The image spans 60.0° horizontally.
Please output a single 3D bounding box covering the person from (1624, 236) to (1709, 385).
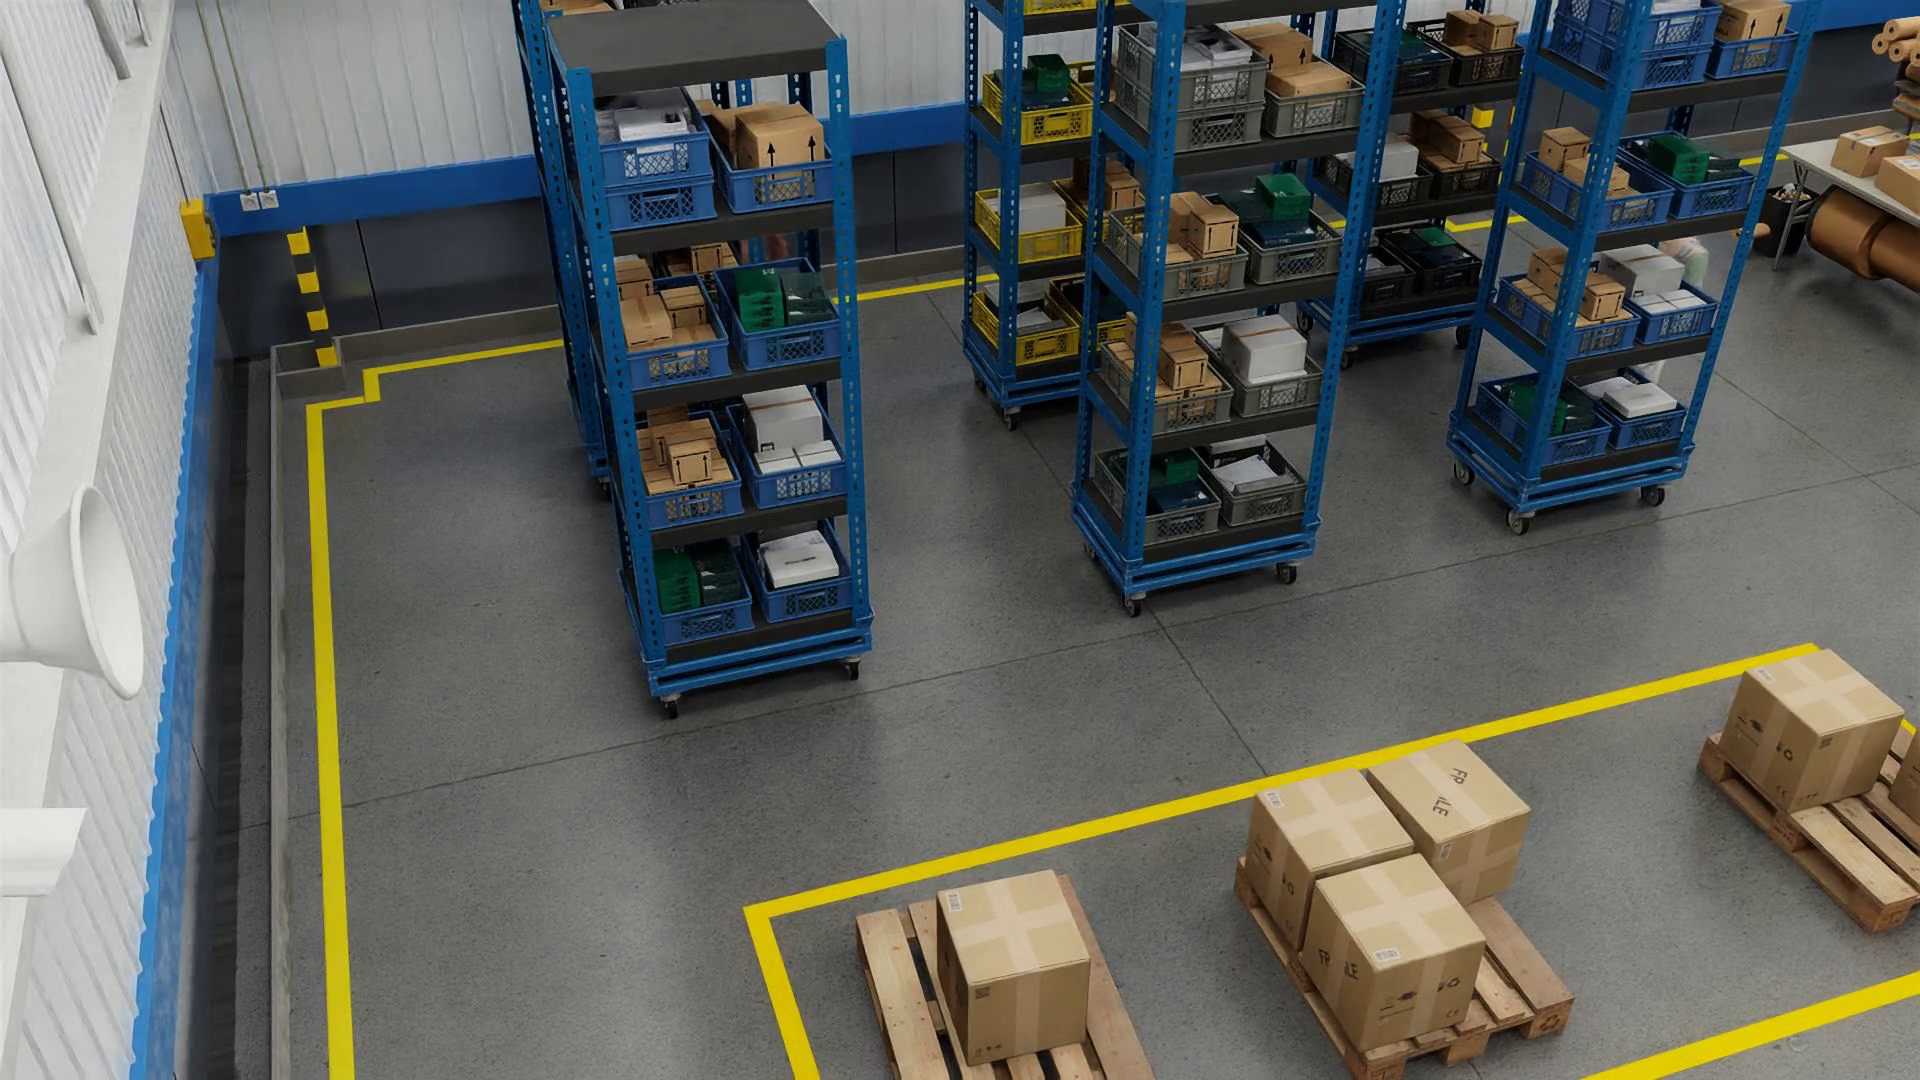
[{"bbox_3d":[4.670,-1.517,11.017,0.368,1.624,0.543,-7,36,-9],"label":"person"}]
